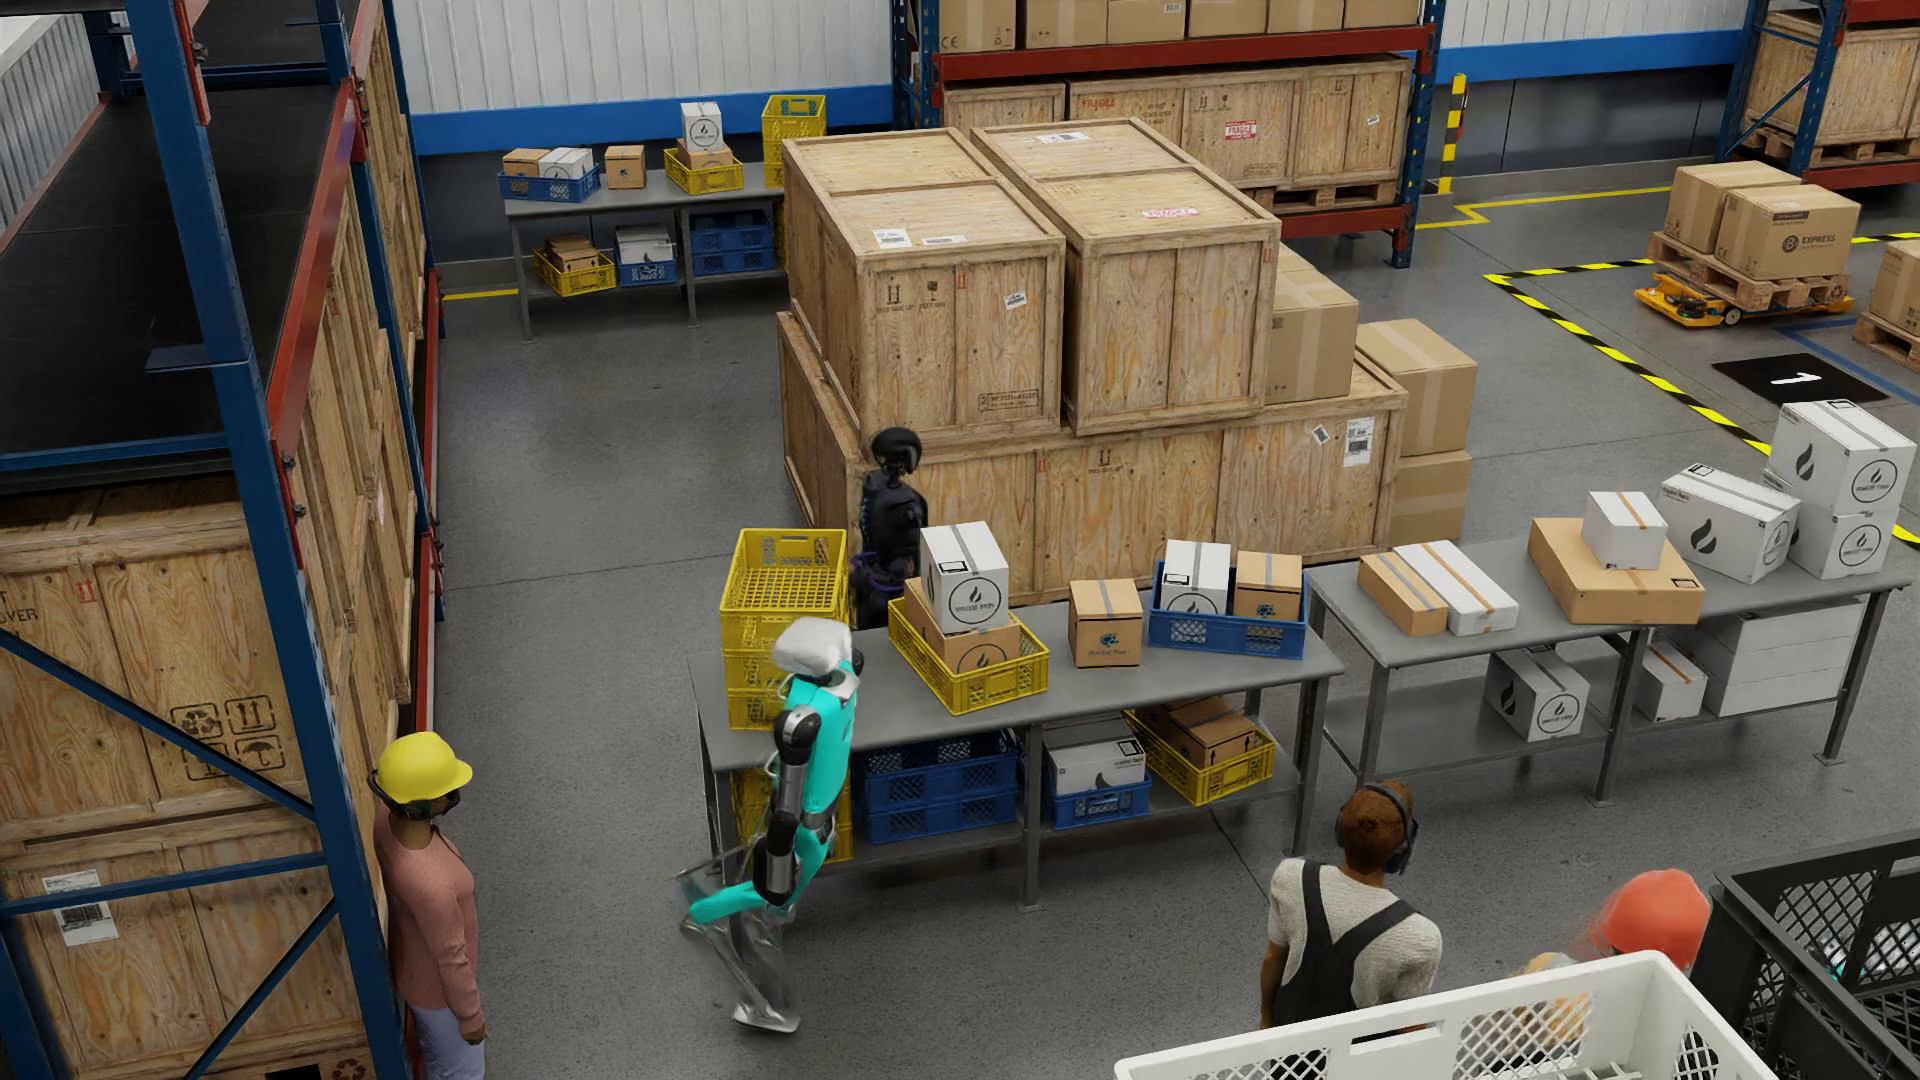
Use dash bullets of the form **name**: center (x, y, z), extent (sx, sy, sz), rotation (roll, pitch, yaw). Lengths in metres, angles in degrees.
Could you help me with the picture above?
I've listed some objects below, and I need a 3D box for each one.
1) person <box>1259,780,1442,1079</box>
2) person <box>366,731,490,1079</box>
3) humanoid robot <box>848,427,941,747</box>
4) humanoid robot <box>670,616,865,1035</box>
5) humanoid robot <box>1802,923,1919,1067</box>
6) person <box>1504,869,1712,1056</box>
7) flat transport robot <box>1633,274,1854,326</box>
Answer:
- **person**: center (1.089, 1.473, 4.825), extent (0.506, 1.838, 0.336), rotation (19, 34, 31)
- **person**: center (-1.585, 1.331, 5.156), extent (0.334, 1.762, 0.521), rotation (-18, 34, -29)
- **humanoid robot**: center (-0.337, 0.265, 7.240), extent (0.785, 1.639, 0.599), rotation (-15, 32, -25)
- **humanoid robot**: center (-0.701, 1.078, 5.737), extent (0.764, 1.885, 0.543), rotation (8, 30, 15)
- **humanoid robot**: center (2.483, 1.731, 4.433), extent (0.694, 1.762, 0.533), rotation (-3, 29, -5)
- **person**: center (1.611, 1.669, 4.397), extent (0.873, 1.906, 0.552), rotation (-22, 36, -34)
- **flat transport robot**: center (5.875, -1.862, 12.468), extent (1.431, 0.197, 0.652), rotation (-7, 30, -13)
